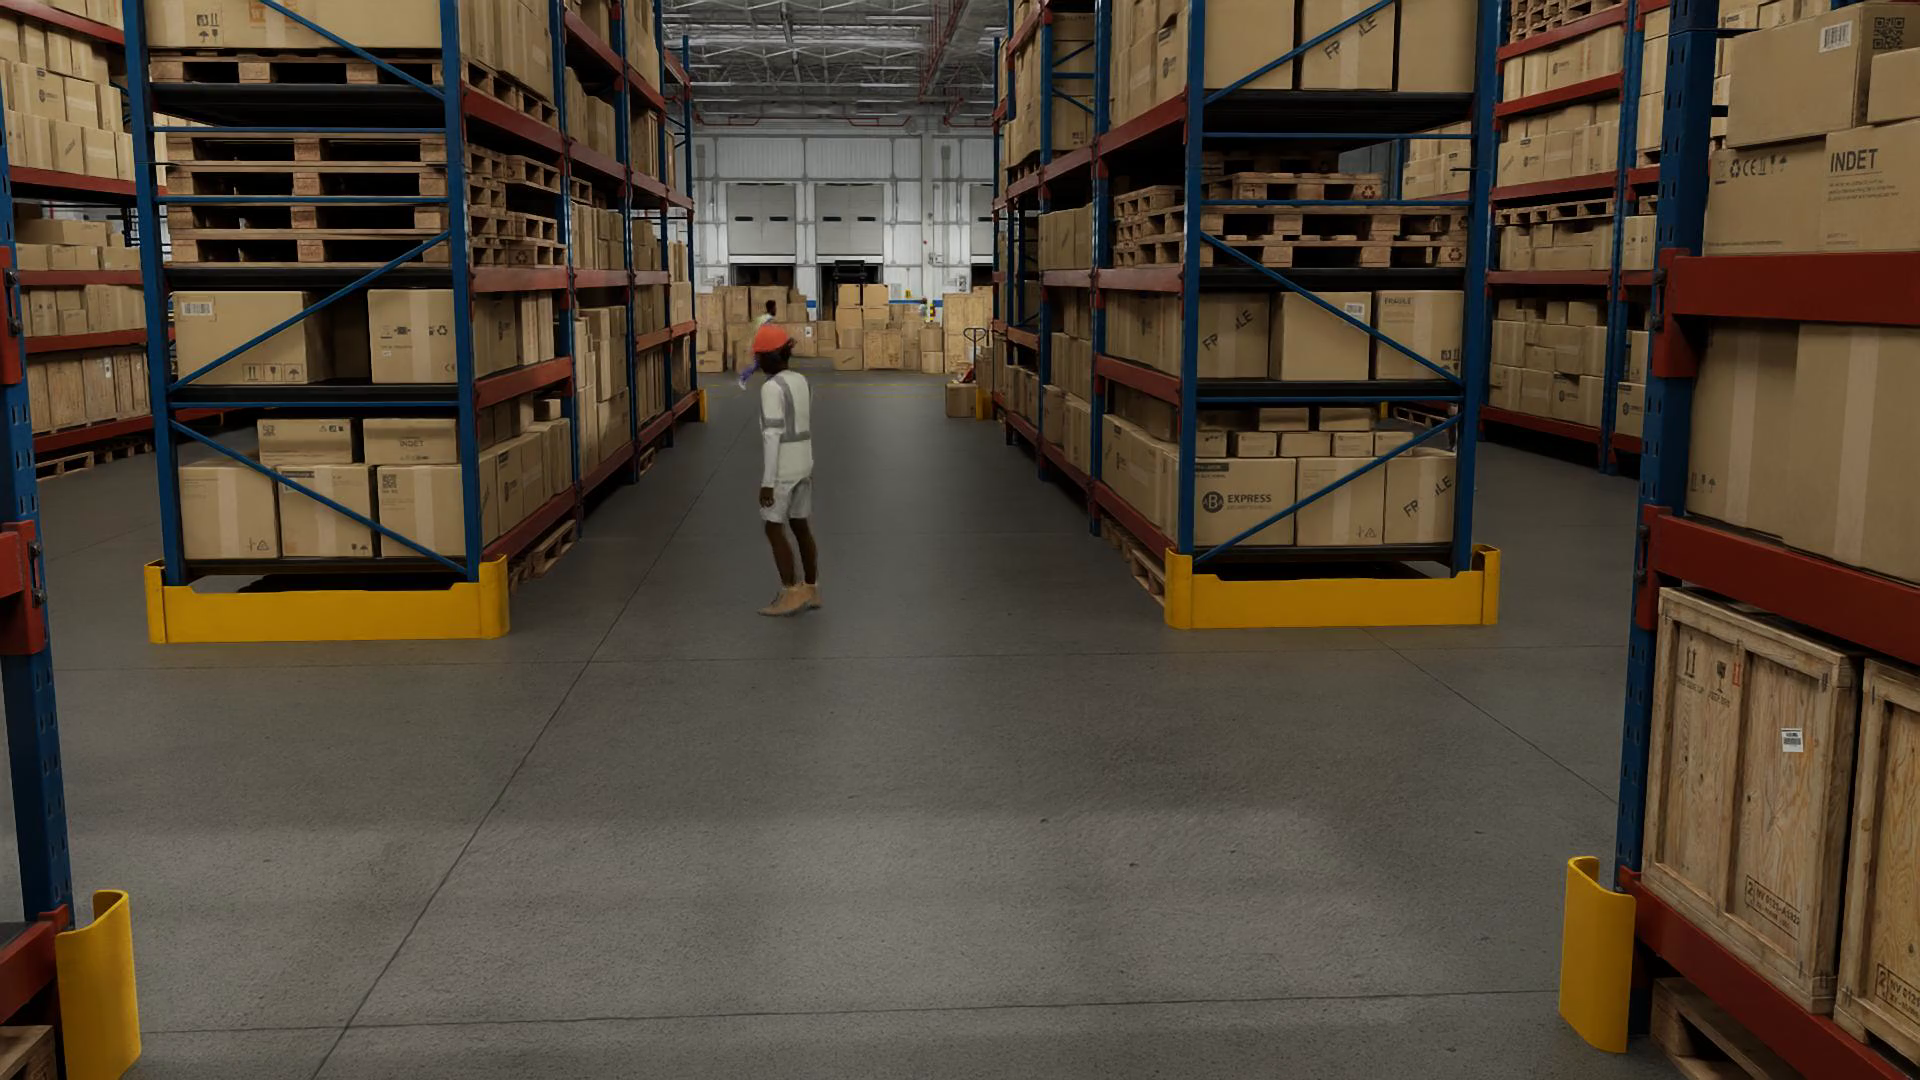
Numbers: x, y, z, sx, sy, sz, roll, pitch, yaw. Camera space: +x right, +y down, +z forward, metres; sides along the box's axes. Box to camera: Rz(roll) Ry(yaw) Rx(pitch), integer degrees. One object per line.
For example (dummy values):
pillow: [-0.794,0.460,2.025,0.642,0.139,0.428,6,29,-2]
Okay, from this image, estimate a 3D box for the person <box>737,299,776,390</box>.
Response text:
person: [-4.054,-3.952,33.808,0.915,1.881,0.606,-4,10,-23]

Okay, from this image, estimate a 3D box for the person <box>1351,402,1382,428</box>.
person: [6.086,-2.576,24.882,0.643,1.965,0.796,0,9,-2]

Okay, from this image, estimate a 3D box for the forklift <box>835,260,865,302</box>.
forklift: [-3.432,-7.334,51.881,1.129,2.768,1.873,-1,9,-4]

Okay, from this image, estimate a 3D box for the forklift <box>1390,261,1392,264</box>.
forklift: [10.480,-5.613,41.074,1.873,2.768,1.129,-1,9,-4]

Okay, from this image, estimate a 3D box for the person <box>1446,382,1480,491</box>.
person: [5.512,-1.361,18.263,0.312,1.638,0.512,0,9,-2]

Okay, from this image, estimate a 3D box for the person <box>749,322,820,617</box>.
person: [-1.231,-0.482,11.503,0.408,2.043,0.624,3,10,19]

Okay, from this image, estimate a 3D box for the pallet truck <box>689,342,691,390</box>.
pallet truck: [-5.225,-3.008,27.480,1.885,1.965,0.823,2,9,14]

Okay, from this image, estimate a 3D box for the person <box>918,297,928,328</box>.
person: [-1.420,-7.630,57.760,0.798,1.592,0.526,-1,9,-9]
